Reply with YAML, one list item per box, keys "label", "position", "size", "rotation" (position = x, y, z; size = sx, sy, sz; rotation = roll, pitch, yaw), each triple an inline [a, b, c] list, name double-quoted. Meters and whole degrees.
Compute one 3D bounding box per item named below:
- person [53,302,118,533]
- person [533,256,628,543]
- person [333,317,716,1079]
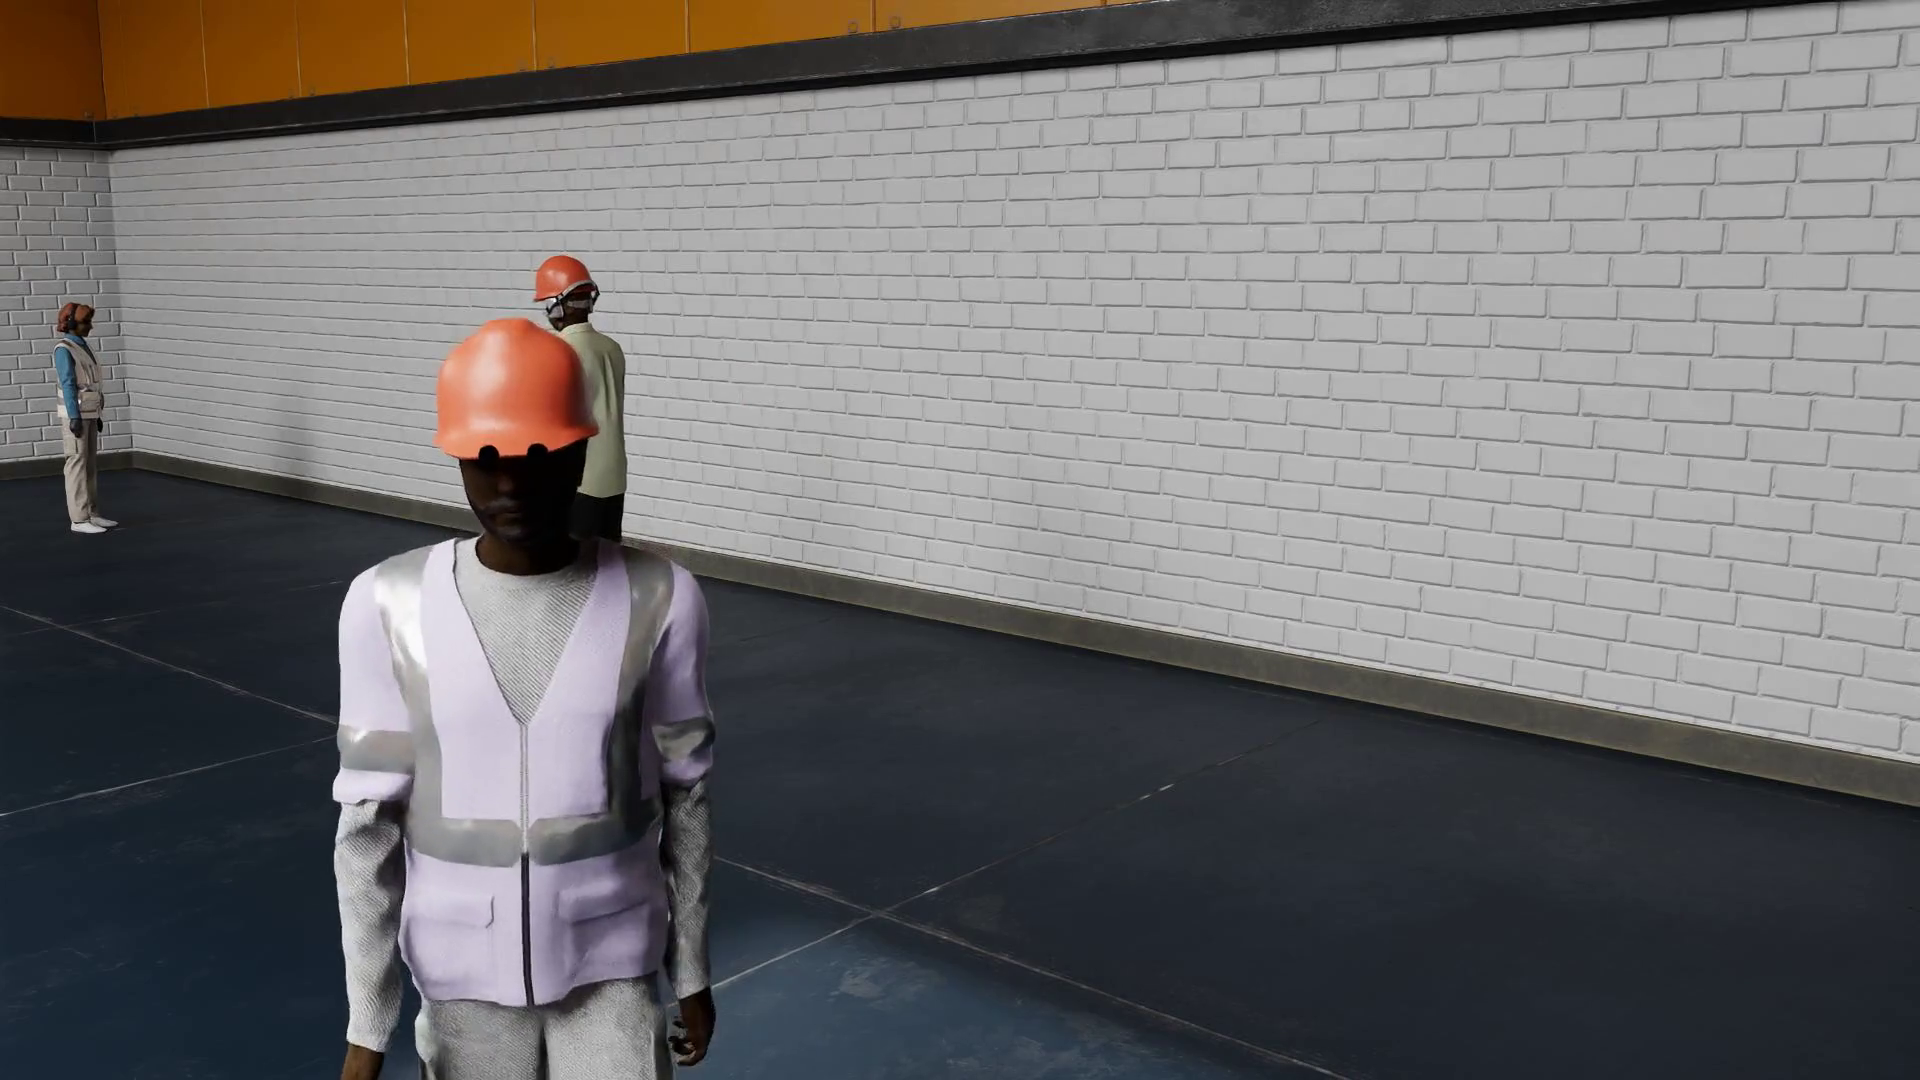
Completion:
- label: "person"
  position: [-6.272, -0.869, 11.875]
  size: [0.308, 1.639, 0.510]
  rotation: [-2, 10, -12]
- label: "person"
  position: [-1.660, -0.234, 7.264]
  size: [0.400, 1.987, 0.612]
  rotation: [3, 10, 15]
- label: "person"
  position: [-0.634, 0.642, 2.487]
  size: [0.552, 1.939, 0.487]
  rotation: [-2, 10, -10]
